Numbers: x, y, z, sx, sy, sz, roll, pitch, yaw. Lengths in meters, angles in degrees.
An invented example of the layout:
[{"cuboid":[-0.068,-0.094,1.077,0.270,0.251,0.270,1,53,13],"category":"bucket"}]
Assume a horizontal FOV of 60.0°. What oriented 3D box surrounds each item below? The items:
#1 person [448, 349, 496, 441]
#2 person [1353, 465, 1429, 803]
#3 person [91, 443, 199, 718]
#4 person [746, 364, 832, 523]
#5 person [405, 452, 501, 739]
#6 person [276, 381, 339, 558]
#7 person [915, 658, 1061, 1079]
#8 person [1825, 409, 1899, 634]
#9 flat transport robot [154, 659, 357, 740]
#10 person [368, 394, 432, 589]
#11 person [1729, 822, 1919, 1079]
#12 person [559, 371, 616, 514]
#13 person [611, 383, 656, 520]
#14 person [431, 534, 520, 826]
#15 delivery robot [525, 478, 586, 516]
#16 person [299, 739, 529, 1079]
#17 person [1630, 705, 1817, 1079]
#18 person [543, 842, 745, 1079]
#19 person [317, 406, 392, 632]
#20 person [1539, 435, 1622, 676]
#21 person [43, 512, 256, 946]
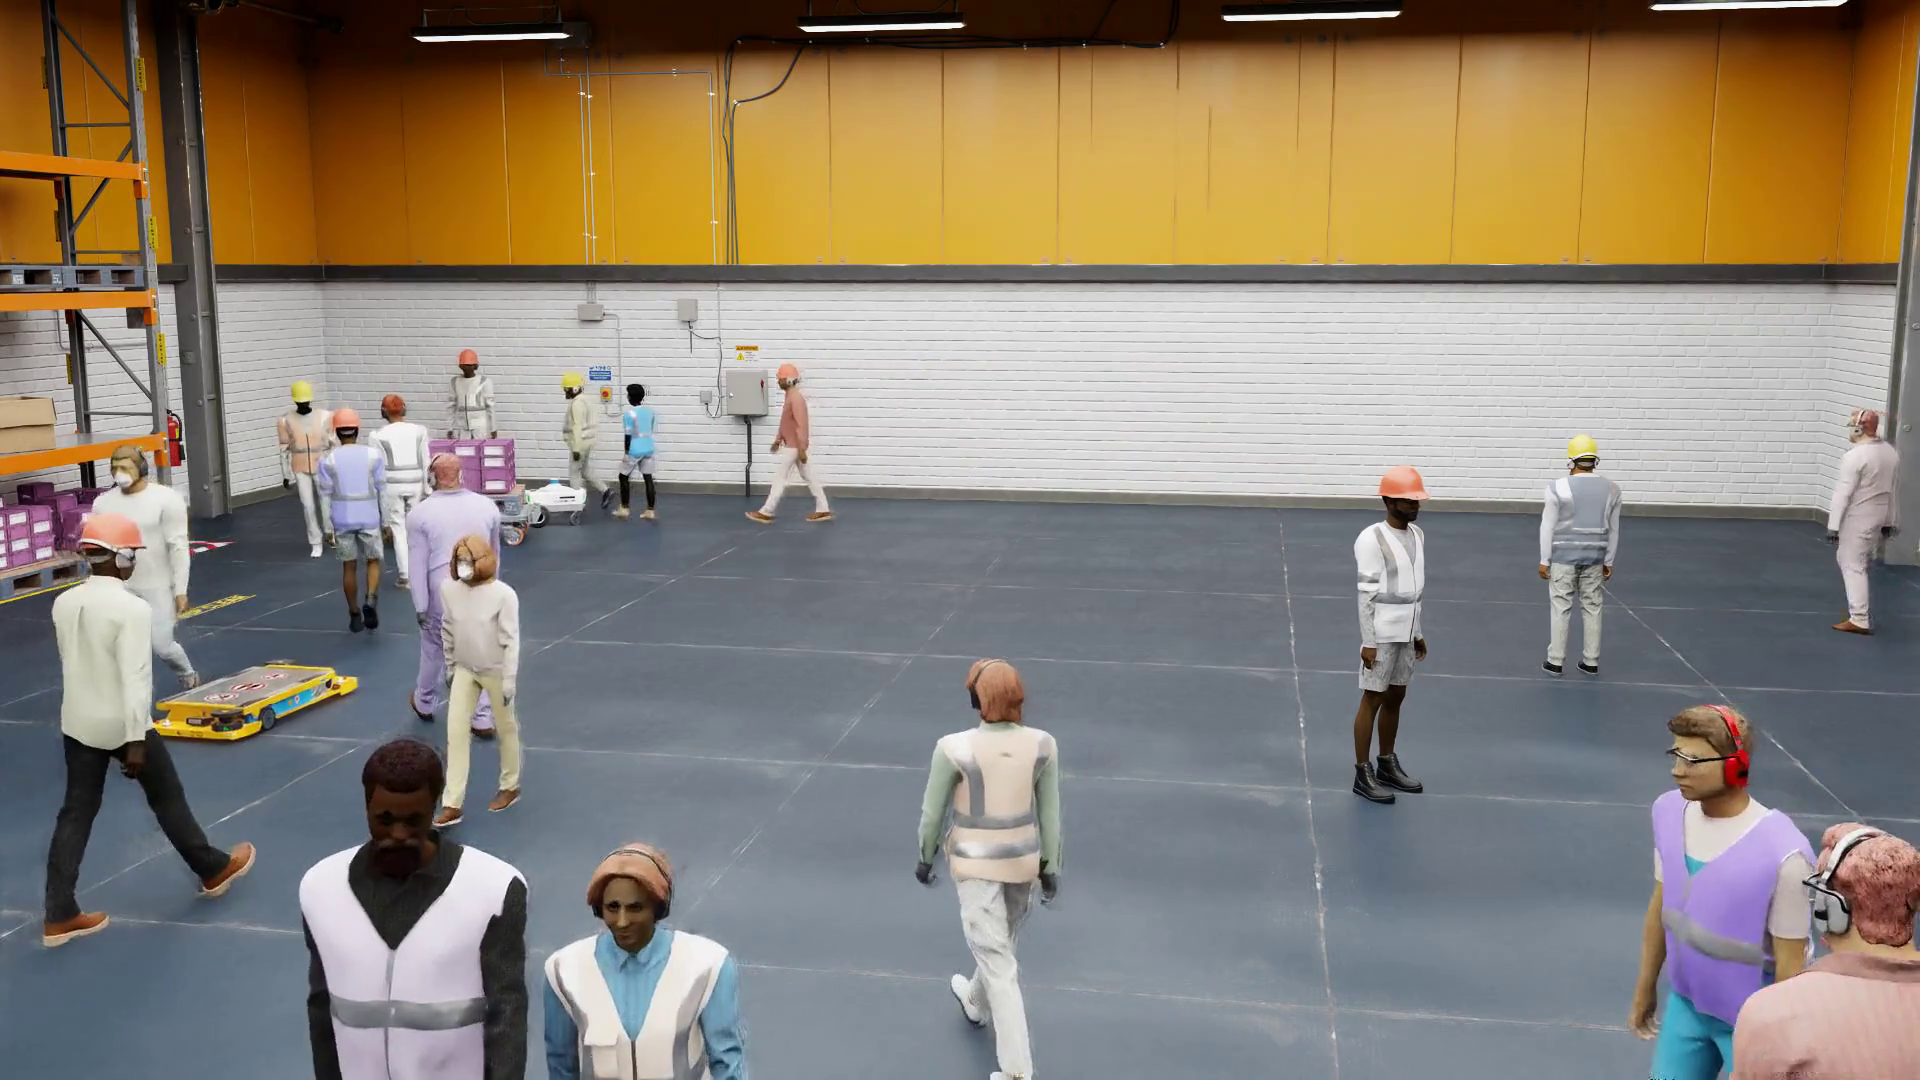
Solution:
[{"cuboid":[-6.466,-1.511,21.988,0.628,2.030,0.426,2,9,10],"category":"person"},{"cuboid":[2.504,0.531,9.586,0.543,1.940,0.361,-8,12,-40],"category":"person"},{"cuboid":[-5.368,0.314,10.972,0.643,1.928,0.596,1,9,4],"category":"person"},{"cuboid":[-2.045,-1.160,20.101,1.048,1.939,0.603,-1,9,-4],"category":"person"},{"cuboid":[-3.359,0.345,11.015,0.658,1.851,1.007,-6,11,-34],"category":"person"},{"cuboid":[-6.905,-0.755,17.702,0.632,1.892,0.566,-3,10,-16],"category":"person"},{"cuboid":[0.105,1.235,6.326,0.512,1.582,0.900,-5,10,-26],"category":"person"},{"cuboid":[7.554,-0.159,14.028,0.685,1.887,0.532,-6,11,-32],"category":"person"},{"cuboid":[-4.817,1.075,11.368,0.652,0.197,1.431,2,10,12],"category":"flat transport robot"},{"cuboid":[-5.441,-0.478,16.046,0.593,1.865,0.665,-7,12,-37],"category":"person"},{"cuboid":[1.938,1.555,3.477,0.665,1.867,0.895,-1,9,-7],"category":"person"},{"cuboid":[-4.700,-1.217,20.867,0.612,1.803,0.623,-1,9,-5],"category":"person"},{"cuboid":[-4.009,-1.077,20.357,0.648,1.683,0.550,6,11,34],"category":"person"},{"cuboid":[-2.674,0.771,9.123,0.523,1.592,0.785,2,9,14],"category":"person"},{"cuboid":[-4.852,-0.497,19.959,0.707,0.478,0.477,-3,10,-19],"category":"delivery robot"},{"cuboid":[-1.358,1.428,4.143,0.603,1.892,0.652,0,9,1],"category":"person"},{"cuboid":[2.198,1.363,4.795,0.450,1.822,0.565,-3,10,-16],"category":"person"},{"cuboid":[-0.809,1.543,4.356,0.519,1.608,0.805,-1,9,-3],"category":"person"},{"cuboid":[-5.060,-0.160,13.929,0.570,1.920,0.530,-4,10,-22],"category":"person"},{"cuboid":[4.641,0.122,12.505,0.585,1.824,0.405,-1,9,-5],"category":"person"},{"cuboid":[-3.886,0.832,7.747,0.640,1.924,1.034,4,10,23],"category":"person"}]
